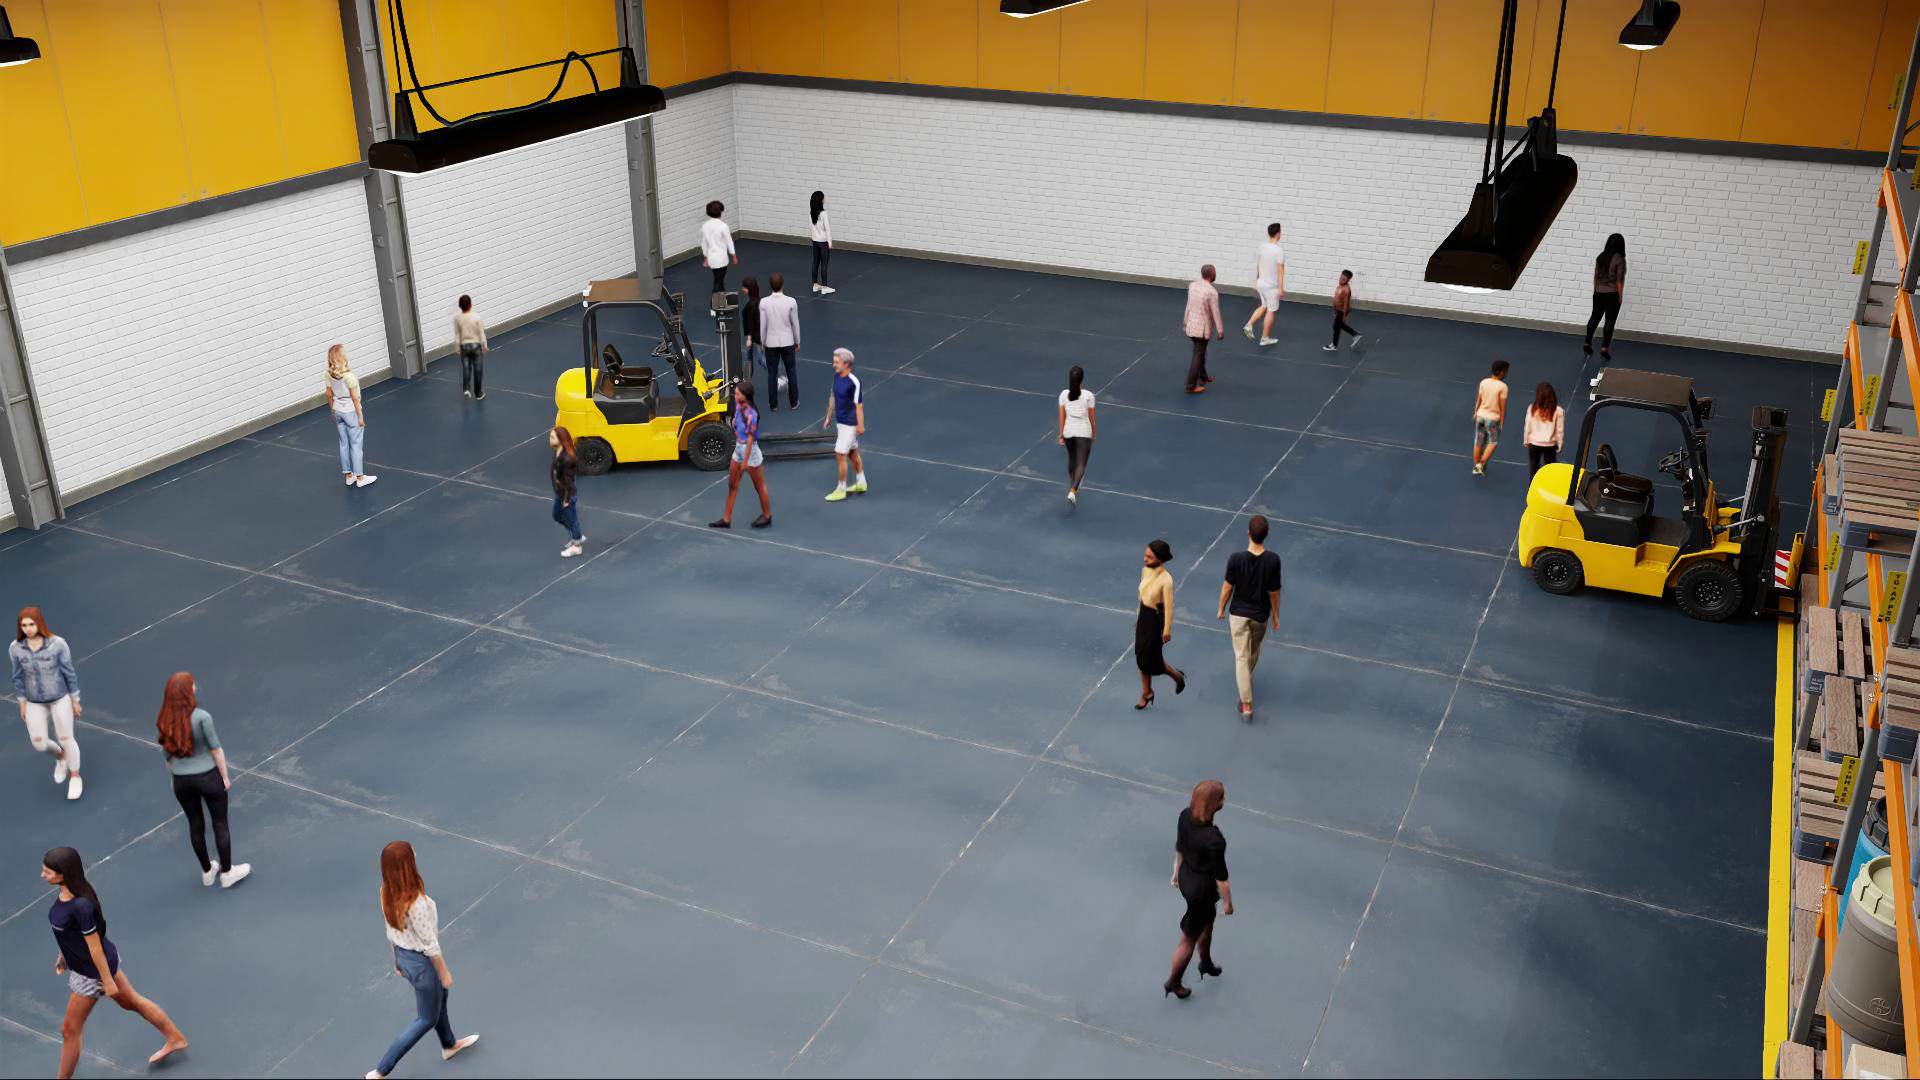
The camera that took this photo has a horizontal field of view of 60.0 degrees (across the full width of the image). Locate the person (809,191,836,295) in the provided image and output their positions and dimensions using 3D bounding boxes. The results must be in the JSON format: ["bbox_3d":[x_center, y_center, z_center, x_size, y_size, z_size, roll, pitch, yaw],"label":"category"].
[{"bbox_3d":[-2.326,-4.968,27.674,0.691,1.700,0.670,22,32,40],"label":"person"}]

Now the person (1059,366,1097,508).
[{"bbox_3d":[1.335,-1.164,19.083,0.616,1.612,1.075,9,25,19],"label":"person"}]

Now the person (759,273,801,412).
[{"bbox_3d":[-2.403,-2.634,22.151,0.762,1.848,0.753,-2,24,-5],"label":"person"}]

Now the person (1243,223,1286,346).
[{"bbox_3d":[4.533,-3.792,24.812,0.965,1.838,0.898,-11,26,-23],"label":"person"}]

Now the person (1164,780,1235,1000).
[{"bbox_3d":[1.490,2.343,10.963,0.882,1.691,0.816,-10,26,-22],"label":"person"}]

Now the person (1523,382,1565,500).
[{"bbox_3d":[6.718,-1.098,19.113,0.674,1.467,0.492,18,30,36],"label":"person"}]

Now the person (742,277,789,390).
[{"bbox_3d":[-2.736,-2.808,22.836,0.938,1.617,1.035,0,24,0],"label":"person"}]

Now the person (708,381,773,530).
[{"bbox_3d":[-2.264,-0.932,18.423,1.076,1.716,0.911,-15,28,-31],"label":"person"}]

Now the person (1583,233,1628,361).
[{"bbox_3d":[9.448,-3.559,24.282,0.771,1.836,0.749,-15,28,-31],"label":"person"}]

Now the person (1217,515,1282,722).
[{"bbox_3d":[2.550,0.714,14.531,1.007,1.817,1.217,-1,24,-3],"label":"person"}]

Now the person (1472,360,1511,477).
[{"bbox_3d":[6.307,-1.431,19.897,0.646,1.450,0.758,16,28,31],"label":"person"}]

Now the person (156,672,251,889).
[{"bbox_3d":[-5.603,1.768,12.211,0.671,1.744,0.672,0,24,1],"label":"person"}]

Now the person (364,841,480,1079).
[{"bbox_3d":[-3.402,2.651,10.240,1.112,1.704,0.825,-22,32,-40],"label":"person"}]

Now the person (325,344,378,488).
[{"bbox_3d":[-7.246,-1.477,19.661,0.616,1.723,0.513,10,26,22],"label":"person"}]

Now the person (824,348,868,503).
[{"bbox_3d":[-1.228,-1.372,19.309,1.001,1.812,0.898,-13,27,-28],"label":"person"}]

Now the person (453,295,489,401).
[{"bbox_3d":[-6.632,-2.577,22.512,0.661,1.455,0.709,-1,24,-3],"label":"person"}]

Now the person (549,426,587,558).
[{"bbox_3d":[-4.151,-0.530,17.804,0.692,1.474,0.658,-15,28,-30],"label":"person"}]

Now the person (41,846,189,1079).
[{"bbox_3d":[-5.251,2.629,10.284,1.202,1.709,1.035,-12,27,-26],"label":"person"}]

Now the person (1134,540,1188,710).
[{"bbox_3d":[1.773,0.755,14.655,0.893,1.642,0.815,-11,26,-23],"label":"person"}]

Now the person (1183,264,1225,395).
[{"bbox_3d":[3.227,-2.869,22.770,1.081,1.783,0.987,-15,28,-30],"label":"person"}]

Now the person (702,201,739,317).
[{"bbox_3d":[-3.881,-4.433,26.365,0.646,1.769,1.045,12,26,25],"label":"person"}]

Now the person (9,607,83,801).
[{"bbox_3d":[-7.328,1.266,13.427,0.796,1.690,0.856,-5,24,-10],"label":"person"}]

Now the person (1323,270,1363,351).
[{"bbox_3d":[5.732,-3.406,24.679,0.818,1.238,0.832,-1,24,-2],"label":"person"}]
